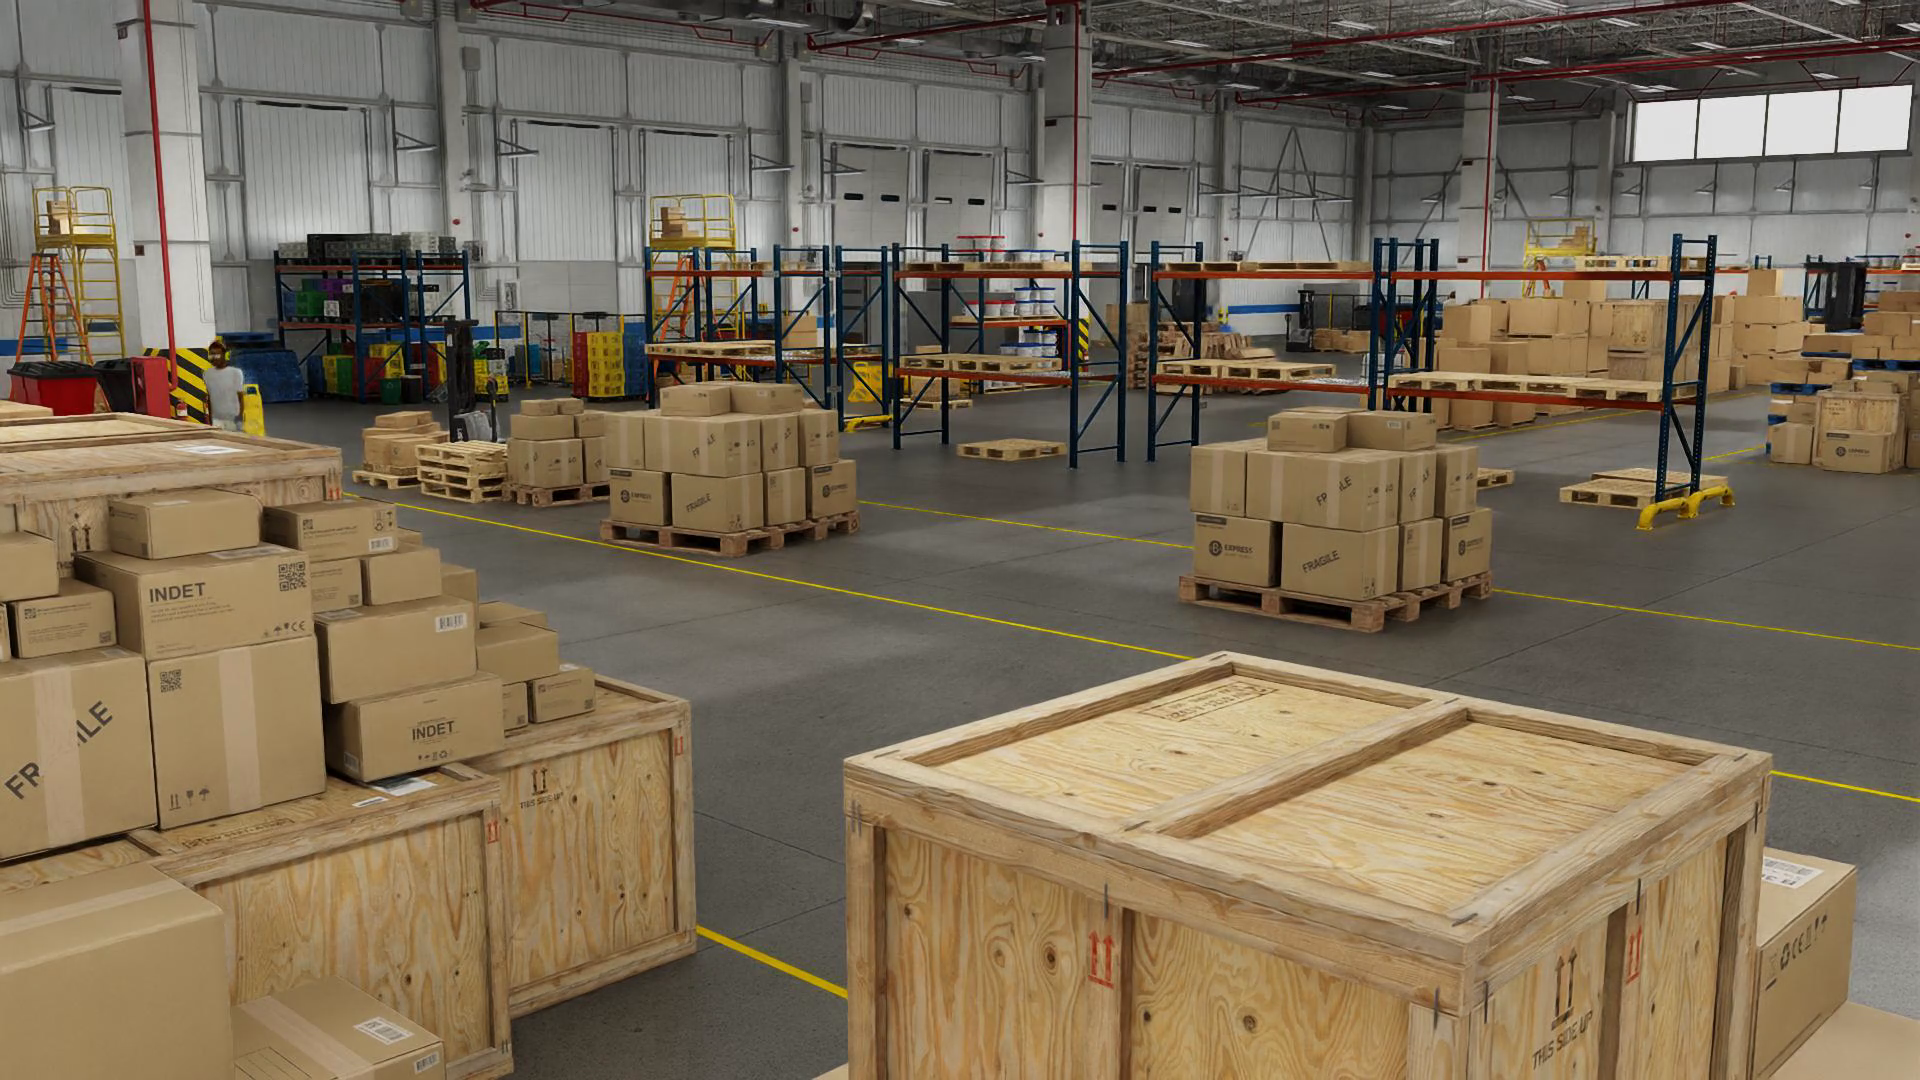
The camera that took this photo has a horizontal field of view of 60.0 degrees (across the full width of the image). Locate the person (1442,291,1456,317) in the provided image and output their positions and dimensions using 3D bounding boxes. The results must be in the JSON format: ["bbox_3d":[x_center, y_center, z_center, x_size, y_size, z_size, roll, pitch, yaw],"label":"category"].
[{"bbox_3d":[16.022,-7.141,54.207,0.377,1.940,0.629,-9,13,-44],"label":"person"}]

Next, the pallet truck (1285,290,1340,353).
[{"bbox_3d":[11.297,-6.951,52.861,1.885,1.965,0.823,-5,11,-29],"label":"pallet truck"}]

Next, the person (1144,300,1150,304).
[{"bbox_3d":[6.201,-7.200,55.536,0.518,1.626,0.526,7,12,37],"label":"person"}]

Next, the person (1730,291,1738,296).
[{"bbox_3d":[25.347,-7.210,54.641,0.368,1.933,0.553,-4,10,-24],"label":"person"}]

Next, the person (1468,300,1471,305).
[{"bbox_3d":[12.890,-5.109,41.887,0.631,1.888,1.005,5,11,29],"label":"person"}]

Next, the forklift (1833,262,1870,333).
[{"bbox_3d":[22.771,-5.709,42.546,1.129,2.768,1.873,-6,11,-33],"label":"forklift"}]

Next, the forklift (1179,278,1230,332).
[{"bbox_3d":[6.575,-6.393,46.741,1.873,2.768,1.129,9,13,43],"label":"forklift"}]

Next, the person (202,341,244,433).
[{"bbox_3d":[-8.459,-1.354,19.066,0.513,1.817,1.009,0,9,1],"label":"person"}]

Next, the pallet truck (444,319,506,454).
[{"bbox_3d":[-6.981,-1.942,22.150,1.885,1.965,0.823,1,9,9],"label":"pallet truck"}]
